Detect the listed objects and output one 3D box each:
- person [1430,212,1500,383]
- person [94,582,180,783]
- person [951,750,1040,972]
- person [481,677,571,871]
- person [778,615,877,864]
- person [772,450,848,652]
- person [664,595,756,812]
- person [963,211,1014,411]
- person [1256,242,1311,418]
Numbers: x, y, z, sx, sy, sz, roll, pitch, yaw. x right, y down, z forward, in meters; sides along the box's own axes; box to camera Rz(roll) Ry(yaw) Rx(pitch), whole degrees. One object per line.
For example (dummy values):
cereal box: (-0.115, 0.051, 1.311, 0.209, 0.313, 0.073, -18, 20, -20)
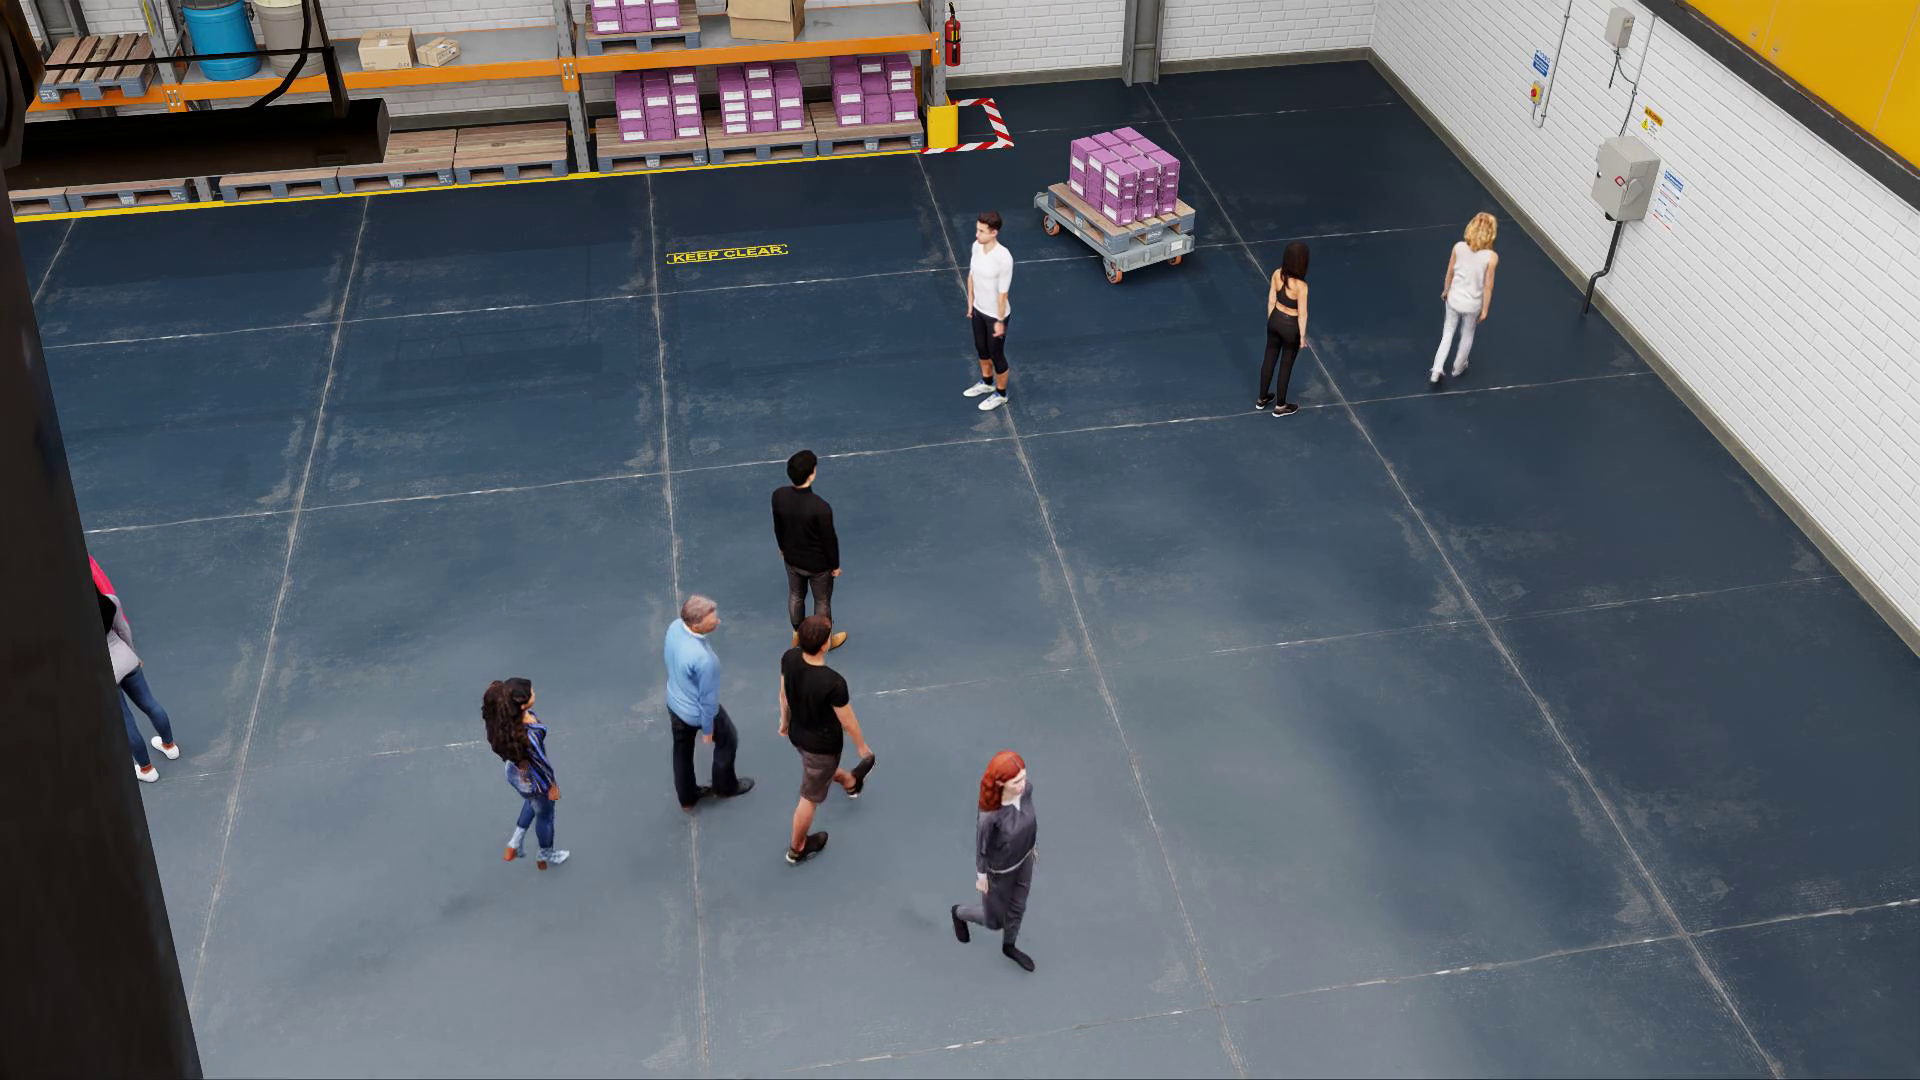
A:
person: (4.406, -2.099, 14.612, 0.862, 1.657, 0.928, 27, 46, 30)
person: (-5.505, 0.872, 10.831, 0.708, 1.735, 0.685, 16, 41, 19)
person: (0.198, 1.825, 9.611, 0.894, 1.767, 0.850, 27, 46, 30)
person: (-2.690, 1.478, 10.169, 0.810, 1.613, 0.766, -28, 46, -30)
person: (-0.960, 1.267, 10.268, 1.141, 1.820, 1.268, 29, 47, 31)
person: (-1.081, 0.090, 11.819, 0.688, 1.723, 0.786, 18, 42, 21)
person: (-1.747, 1.073, 10.536, 0.912, 1.788, 0.865, -30, 48, -32)
person: (0.269, -1.991, 14.324, 0.737, 1.848, 0.740, -26, 46, -29)
person: (2.780, -1.814, 14.267, 0.651, 1.643, 0.634, -30, 47, -32)
